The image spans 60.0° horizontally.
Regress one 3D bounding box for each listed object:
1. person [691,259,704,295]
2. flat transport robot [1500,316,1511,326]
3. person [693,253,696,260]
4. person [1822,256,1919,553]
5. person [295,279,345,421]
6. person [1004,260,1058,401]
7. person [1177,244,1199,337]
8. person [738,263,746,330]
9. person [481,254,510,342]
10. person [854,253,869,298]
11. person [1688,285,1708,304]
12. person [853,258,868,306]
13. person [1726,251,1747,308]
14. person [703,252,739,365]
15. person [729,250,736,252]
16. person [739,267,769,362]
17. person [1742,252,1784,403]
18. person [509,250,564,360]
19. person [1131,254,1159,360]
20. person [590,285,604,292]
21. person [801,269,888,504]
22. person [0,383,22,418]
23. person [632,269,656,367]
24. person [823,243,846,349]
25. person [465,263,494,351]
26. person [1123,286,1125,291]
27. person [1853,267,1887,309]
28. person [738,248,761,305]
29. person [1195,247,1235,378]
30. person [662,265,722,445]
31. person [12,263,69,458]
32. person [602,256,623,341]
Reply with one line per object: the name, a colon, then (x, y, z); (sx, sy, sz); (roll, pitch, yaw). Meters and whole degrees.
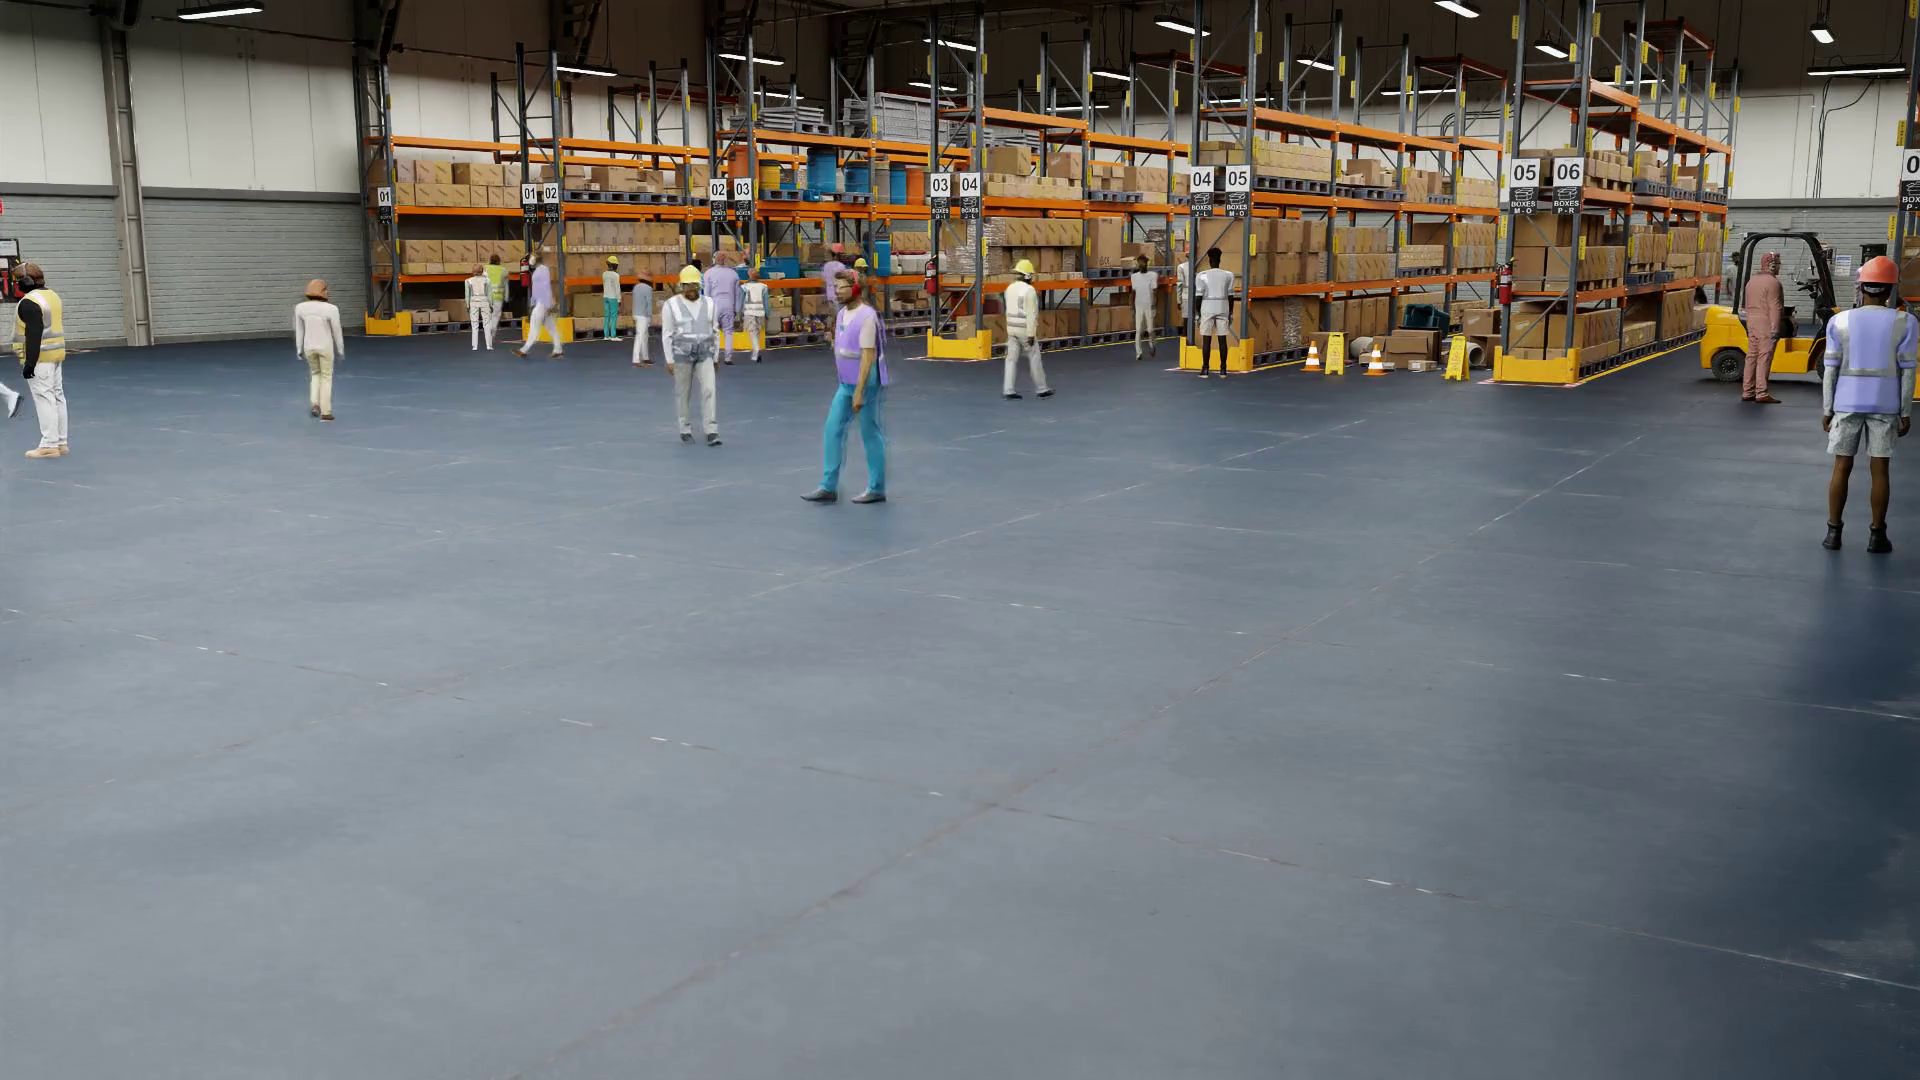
person: (-5.503, -5.007, 34.690); (0.536, 1.699, 0.321); (8, 13, 36)
flat transport robot: (13.520, -5.359, 40.661); (0.652, 0.197, 1.431); (-1, 10, -6)
person: (-6.746, -6.394, 42.274); (0.533, 1.768, 0.310); (6, 12, 30)
person: (5.949, -0.881, 10.914); (0.544, 1.939, 0.354); (6, 12, 32)
person: (-7.292, -2.163, 18.988); (0.521, 1.617, 0.374); (1, 10, 3)
person: (0.901, -2.693, 21.432); (0.790, 1.799, 0.623); (-7, 12, -35)
person: (4.239, -4.393, 30.325); (0.605, 2.037, 0.404); (3, 11, 18)
person: (-4.867, -5.686, 38.060); (0.583, 1.859, 0.760); (6, 12, 31)
person: (-9.580, -4.966, 34.186); (0.663, 1.814, 0.560); (-3, 11, -17)
person: (-2.336, -5.646, 38.023); (0.631, 1.784, 0.978); (6, 12, 28)
person: (17.007, -5.754, 38.432); (1.019, 1.871, 0.609); (9, 14, 42)
person: (-1.853, -4.380, 31.053); (0.315, 1.742, 0.492); (3, 11, 17)
person: (17.677, -5.634, 37.796); (0.564, 1.836, 0.417); (0, 10, 0)
person: (-4.054, -3.885, 27.918); (0.662, 1.872, 0.857); (-6, 12, -29)
person: (-6.199, -6.949, 45.205); (0.584, 1.829, 0.991); (3, 11, 17)
person: (-3.496, -3.839, 28.385); (0.521, 1.618, 0.709); (-5, 11, -26)
person: (10.259, -2.697, 21.173); (0.408, 1.907, 0.651); (-1, 10, -5)
person: (-7.409, -4.088, 28.992); (0.989, 1.889, 0.661); (-4, 11, -20)
person: (3.233, -4.057, 28.963); (0.522, 1.848, 0.681); (3, 11, 17)
person: (-8.048, -5.568, 37.535); (0.506, 1.797, 0.970); (6, 12, 29)
person: (-0.906, -1.164, 12.814); (0.791, 1.815, 0.603); (-6, 12, -29)
person: (-11.085, -2.259, 18.707); (0.759, 1.907, 0.598); (-6, 12, -31)
person: (-5.187, -3.658, 27.412); (0.609, 1.599, 0.528); (-9, 13, -40)
person: (-2.358, -4.669, 31.894); (0.447, 2.027, 0.620); (-6, 12, -31)
person: (-9.072, -4.393, 31.416); (0.514, 1.641, 0.307); (-3, 10, -14)
person: (4.551, -6.689, 43.486); (0.663, 1.918, 0.564); (5, 11, 26)
person: (17.261, -4.547, 31.519); (0.592, 1.918, 0.403); (6, 12, 30)
person: (-4.495, -5.292, 35.692); (0.550, 1.920, 0.590); (1, 10, 4)
person: (3.832, -3.416, 25.057); (0.603, 1.956, 0.368); (-1, 10, -3)
person: (-2.639, -1.824, 16.590); (0.611, 1.793, 0.842); (-5, 11, -25)
person: (-8.739, -1.700, 15.790); (0.429, 1.839, 0.621); (-1, 10, -8)
person: (-7.197, -4.995, 34.466); (0.518, 1.756, 0.344); (8, 13, 39)
